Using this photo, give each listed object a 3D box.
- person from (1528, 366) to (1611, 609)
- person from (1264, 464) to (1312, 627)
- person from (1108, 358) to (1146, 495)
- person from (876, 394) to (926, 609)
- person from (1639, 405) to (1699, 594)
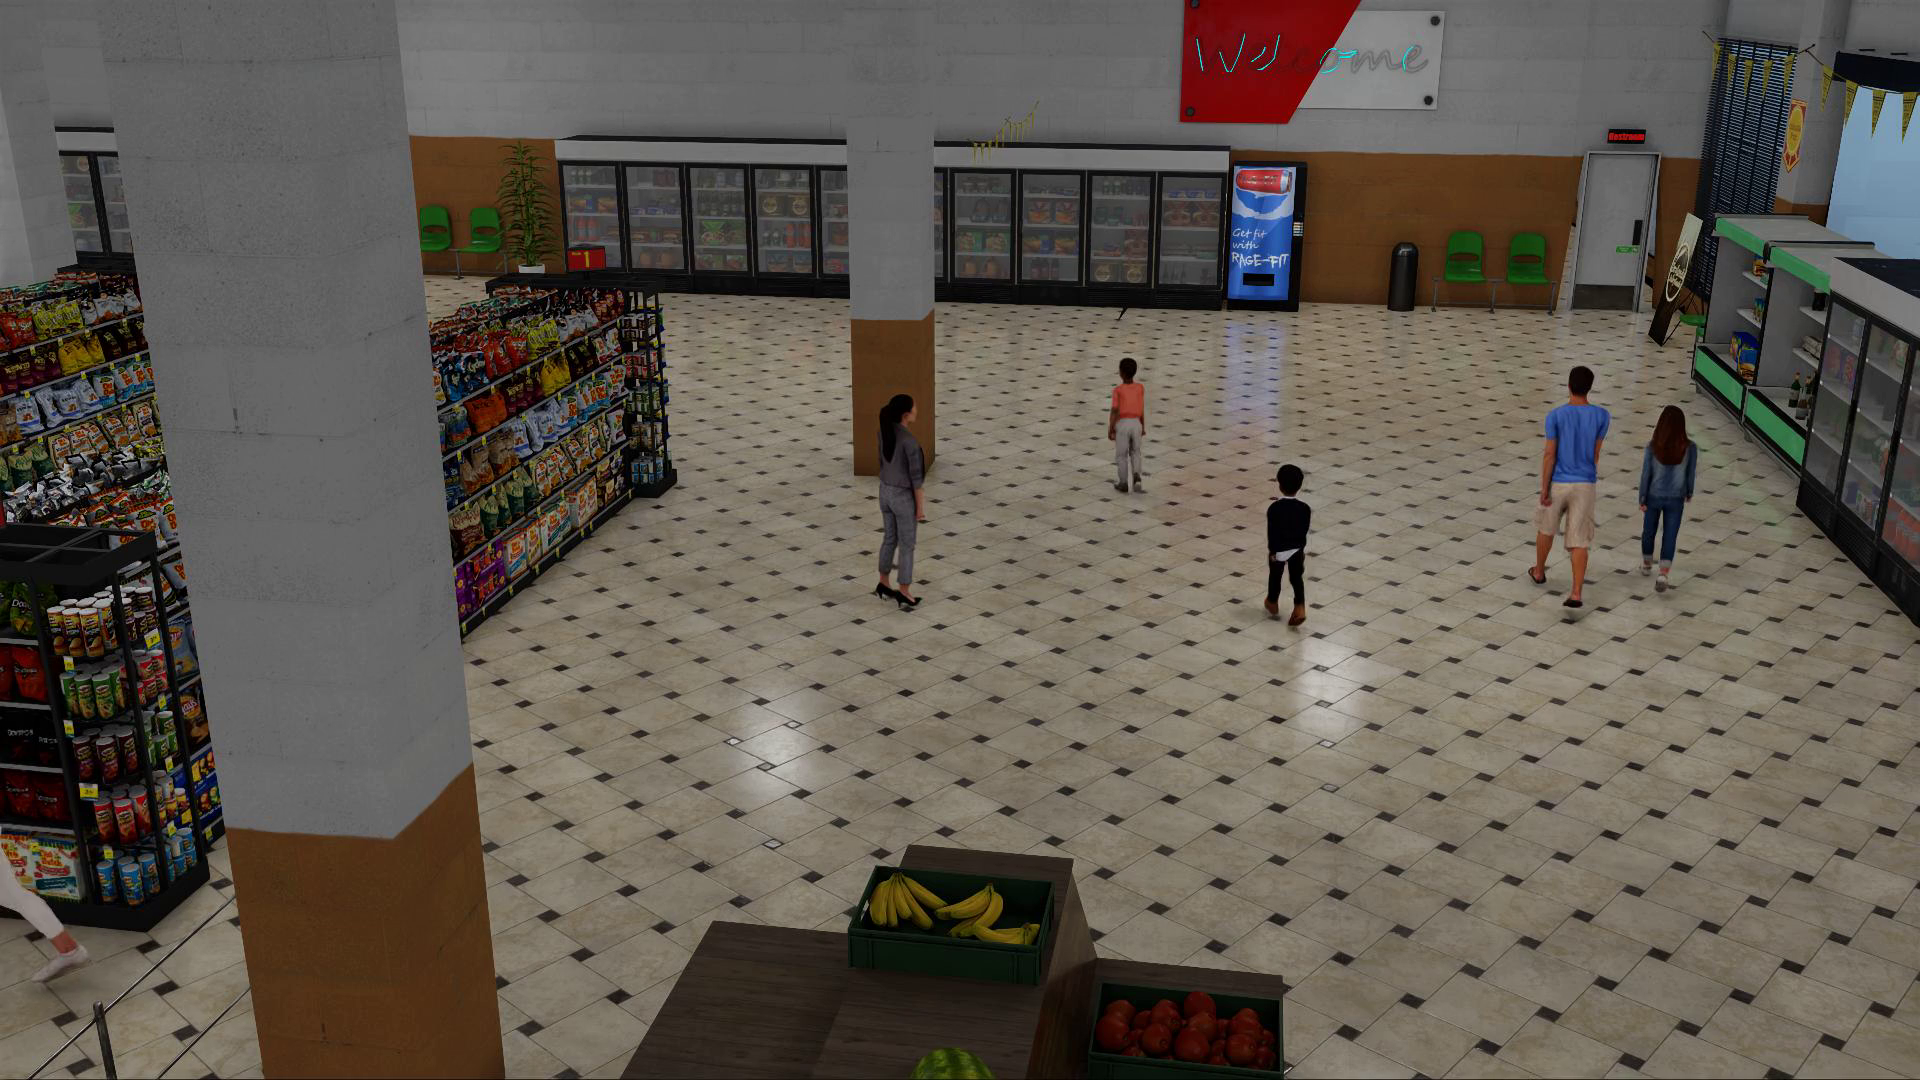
[{"bbox_3d":[4.711,-0.371,12.735,0.653,1.828,1.249,3,19,10],"label":"person"},{"bbox_3d":[2.479,0.047,12.456,0.643,1.214,0.878,-2,19,-6],"label":"person"},{"bbox_3d":[1.597,-1.048,15.564,0.633,1.303,0.720,-5,19,-14],"label":"person"},{"bbox_3d":[-0.477,-0.297,12.765,0.765,1.668,0.722,-16,25,-40],"label":"person"},{"bbox_3d":[5.583,-0.309,13.135,0.669,1.456,1.013,7,20,19],"label":"person"}]
